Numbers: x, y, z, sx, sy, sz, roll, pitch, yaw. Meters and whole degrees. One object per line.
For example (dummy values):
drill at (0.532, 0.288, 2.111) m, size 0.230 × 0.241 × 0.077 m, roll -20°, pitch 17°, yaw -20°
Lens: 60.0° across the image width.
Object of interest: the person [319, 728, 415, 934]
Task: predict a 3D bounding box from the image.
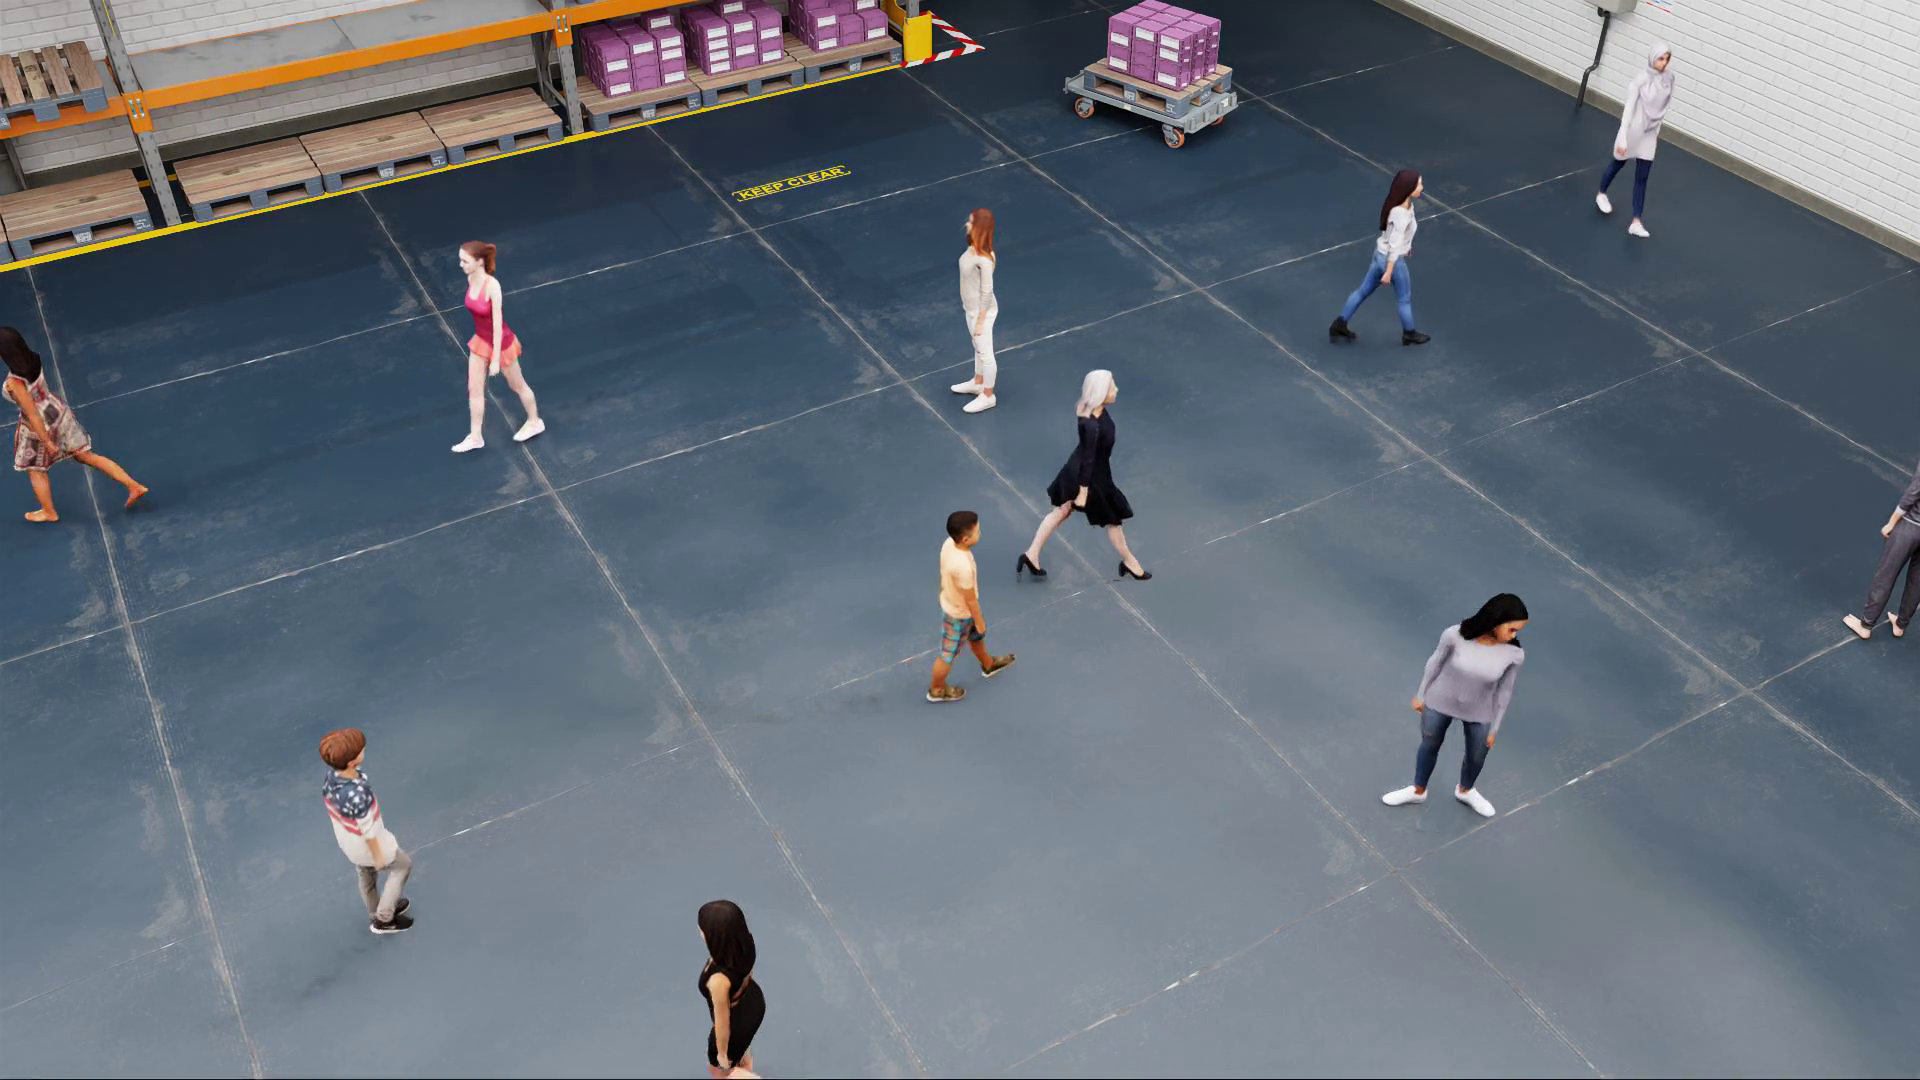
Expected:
person at (-3.234, 1.600, 8.856) m, size 0.593 × 1.433 × 0.633 m, roll 29°, pitch 47°, yaw 31°

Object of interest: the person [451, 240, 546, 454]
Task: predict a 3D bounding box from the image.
person at (-3.406, -1.482, 12.480) m, size 0.767 × 1.727 × 1.018 m, roll 27°, pitch 46°, yaw 30°

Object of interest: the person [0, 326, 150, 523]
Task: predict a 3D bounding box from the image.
person at (-6.342, -0.806, 11.726) m, size 1.193 × 1.611 × 0.955 m, roll -1°, pitch 39°, yaw -1°

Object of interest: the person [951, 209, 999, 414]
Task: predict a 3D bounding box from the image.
person at (0.163, -1.798, 12.886) m, size 0.648 × 1.715 × 0.657 m, roll -8°, pitch 39°, yaw -9°

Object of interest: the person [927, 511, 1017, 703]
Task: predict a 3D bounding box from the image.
person at (-0.076, 0.431, 10.313) m, size 0.921 × 1.441 × 0.700 m, roll -9°, pitch 40°, yaw -12°

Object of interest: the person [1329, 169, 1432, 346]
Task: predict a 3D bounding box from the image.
person at (3.423, -2.280, 13.593) m, size 1.138 × 1.586 × 0.929 m, roll 0°, pitch 39°, yaw 0°

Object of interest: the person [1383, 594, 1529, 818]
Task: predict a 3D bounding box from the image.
person at (2.803, 0.924, 9.472) m, size 0.873 × 1.721 × 0.883 m, roll 26°, pitch 45°, yaw 29°

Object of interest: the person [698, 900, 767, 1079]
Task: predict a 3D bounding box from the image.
person at (-0.978, 2.287, 7.834) m, size 0.884 × 1.635 × 0.824 m, roll 9°, pitch 40°, yaw 11°

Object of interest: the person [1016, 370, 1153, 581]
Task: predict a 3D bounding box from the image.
person at (0.772, -0.375, 11.126) m, size 1.234 × 1.686 × 0.977 m, roll -1°, pitch 39°, yaw -1°

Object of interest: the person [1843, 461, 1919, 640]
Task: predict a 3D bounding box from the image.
person at (6.191, -0.082, 10.696) m, size 0.608 × 1.765 × 0.728 m, roll -1°, pitch 39°, yaw -1°

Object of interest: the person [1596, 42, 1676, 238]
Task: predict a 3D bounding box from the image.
person at (6.178, -3.728, 15.292) m, size 1.149 × 1.728 × 0.961 m, roll -6°, pitch 39°, yaw -8°
